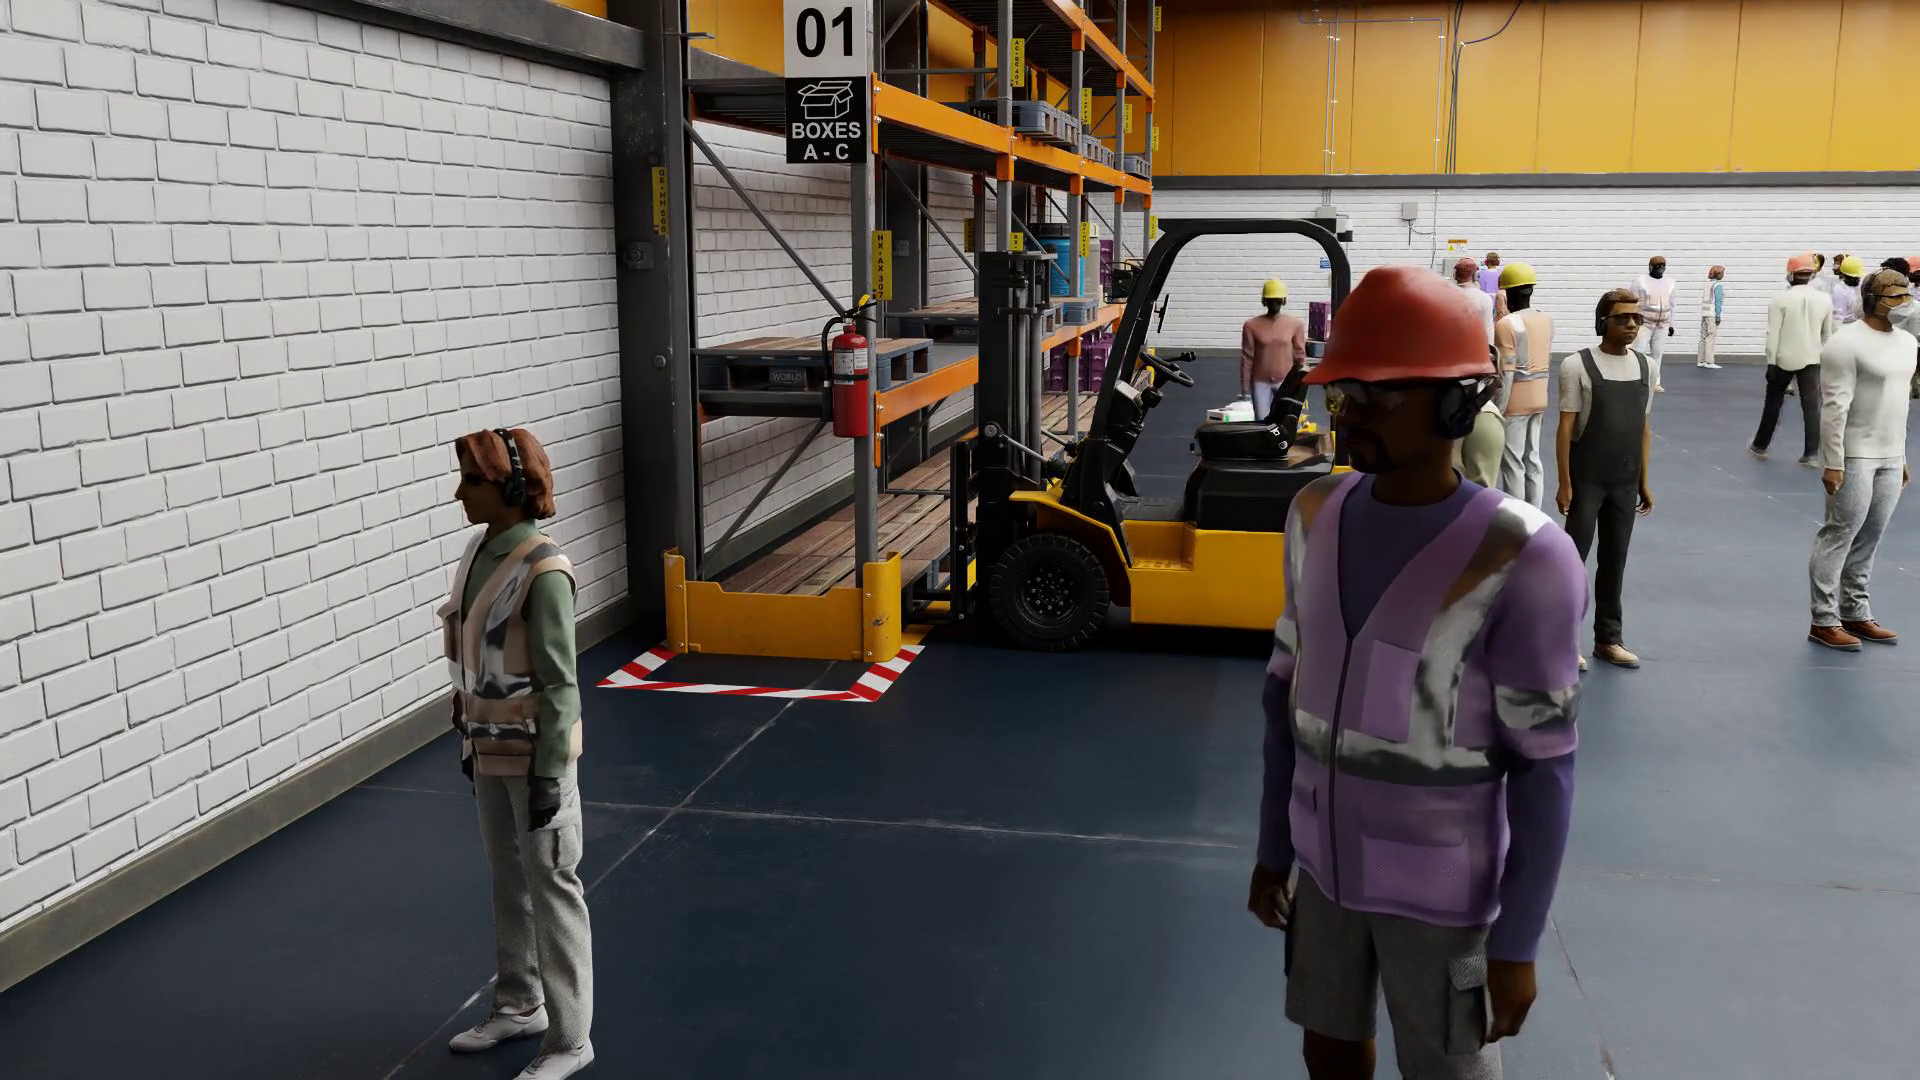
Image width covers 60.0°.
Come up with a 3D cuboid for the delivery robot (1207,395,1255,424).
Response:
[{"bbox_3d":[2.751,-1.173,16.192,0.707,0.478,0.477,-7,12,-32],"label":"delivery robot"}]

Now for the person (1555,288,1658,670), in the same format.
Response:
[{"bbox_3d":[3.123,-0.287,8.053,0.506,1.847,0.345,-2,11,-13],"label":"person"}]

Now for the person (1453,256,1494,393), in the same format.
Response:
[{"bbox_3d":[4.624,-1.635,15.266,0.409,1.910,0.651,-9,13,-39],"label":"person"}]

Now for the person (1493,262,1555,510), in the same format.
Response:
[{"bbox_3d":[3.741,-0.899,11.196,0.589,1.924,0.383,-9,13,-39],"label":"person"}]

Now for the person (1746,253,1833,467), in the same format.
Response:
[{"bbox_3d":[7.726,-1.666,15.373,0.643,1.933,1.038,0,10,2],"label":"person"}]

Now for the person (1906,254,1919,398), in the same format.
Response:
[{"bbox_3d":[11.187,-2.365,19.310,0.890,1.902,0.586,0,10,-1],"label":"person"}]

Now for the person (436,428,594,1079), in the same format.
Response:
[{"bbox_3d":[-1.089,0.536,4.107,0.307,1.641,0.512,-8,13,-39],"label":"person"}]

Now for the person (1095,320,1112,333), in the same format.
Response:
[{"bbox_3d":[2.116,-3.272,24.825,0.321,1.697,0.530,-1,10,-5],"label":"person"}]

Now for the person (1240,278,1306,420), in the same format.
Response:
[{"bbox_3d":[2.625,-1.322,13.987,0.549,1.752,0.381,2,10,8],"label":"person"}]

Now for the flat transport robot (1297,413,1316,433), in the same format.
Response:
[{"bbox_3d":[3.124,-1.188,17.314,0.652,0.197,1.431,7,13,34],"label":"flat transport robot"}]

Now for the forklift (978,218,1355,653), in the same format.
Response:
[{"bbox_3d":[1.285,-0.567,8.635,2.313,2.155,1.214,2,11,11],"label":"forklift"}]

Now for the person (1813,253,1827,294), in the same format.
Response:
[{"bbox_3d":[13.374,-3.544,25.939,0.827,1.843,0.520,7,13,35],"label":"person"}]

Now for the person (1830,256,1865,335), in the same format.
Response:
[{"bbox_3d":[10.229,-2.344,19.263,0.424,1.872,0.757,8,13,38],"label":"person"}]

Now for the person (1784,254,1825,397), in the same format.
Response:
[{"bbox_3d":[11.060,-2.803,21.779,0.328,1.872,0.513,-9,14,-42],"label":"person"}]

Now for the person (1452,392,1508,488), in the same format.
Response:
[{"bbox_3d":[1.791,0.039,6.345,0.404,1.824,0.586,-5,11,-24],"label":"person"}]

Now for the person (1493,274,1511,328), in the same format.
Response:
[{"bbox_3d":[7.222,-2.748,22.111,0.308,1.641,0.514,5,11,26],"label":"person"}]

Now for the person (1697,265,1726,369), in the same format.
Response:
[{"bbox_3d":[11.992,-3.555,26.539,0.315,1.638,0.515,0,10,1],"label":"person"}]

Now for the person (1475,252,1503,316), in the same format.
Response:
[{"bbox_3d":[8.490,-3.676,26.630,0.566,1.846,0.389,0,10,-2],"label":"person"}]

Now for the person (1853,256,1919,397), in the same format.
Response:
[{"bbox_3d":[7.563,-1.365,13.730,0.470,1.927,0.700,-6,12,-32],"label":"person"}]

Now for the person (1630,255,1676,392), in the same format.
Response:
[{"bbox_3d":[9.314,-2.897,22.378,0.633,1.839,0.429,-1,10,-4],"label":"person"}]

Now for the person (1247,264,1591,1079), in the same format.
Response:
[{"bbox_3d":[0.729,0.564,2.844,0.387,2.045,0.605,-7,13,-34],"label":"person"}]

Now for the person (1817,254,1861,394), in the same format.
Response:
[{"bbox_3d":[11.591,-2.825,21.920,0.311,1.862,0.535,-3,11,-15],"label":"person"}]

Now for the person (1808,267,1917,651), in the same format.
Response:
[{"bbox_3d":[4.616,-0.411,8.475,0.636,1.939,0.363,-6,12,-28],"label":"person"}]
